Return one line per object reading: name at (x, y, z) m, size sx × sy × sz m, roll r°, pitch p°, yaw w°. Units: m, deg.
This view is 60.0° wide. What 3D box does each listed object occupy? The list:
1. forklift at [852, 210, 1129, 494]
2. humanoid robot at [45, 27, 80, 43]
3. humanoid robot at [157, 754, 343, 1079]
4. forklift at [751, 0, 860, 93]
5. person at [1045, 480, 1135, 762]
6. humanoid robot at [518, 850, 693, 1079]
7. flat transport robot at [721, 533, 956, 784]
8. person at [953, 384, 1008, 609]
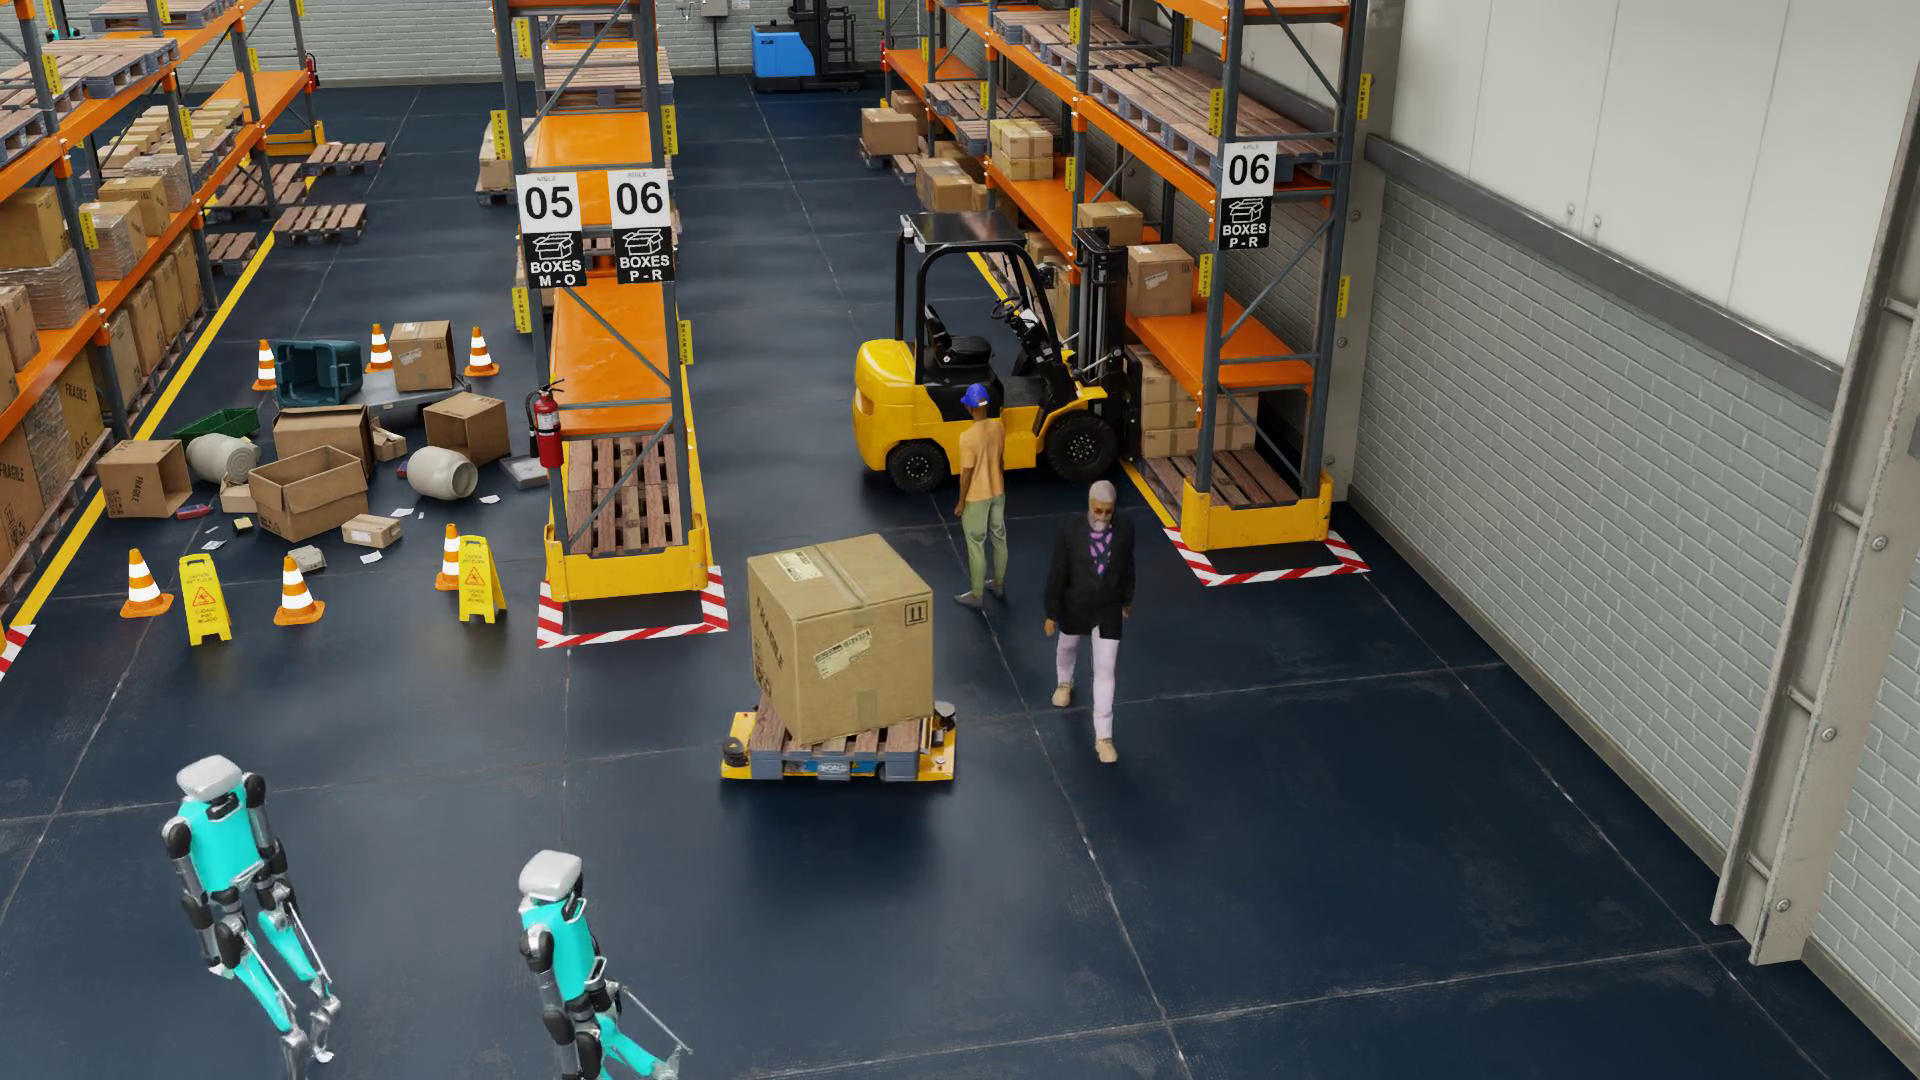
forklift at (0.216, -1.659, 14.366) m, size 2.313 × 2.155 × 1.214 m, roll -5°, pitch 26°, yaw -10°
humanoid robot at (-15.012, -7.889, 27.932) m, size 0.543 × 1.762 × 1.054 m, roll -23°, pitch 34°, yaw -39°
humanoid robot at (-3.105, 1.841, 7.627) m, size 0.793 × 1.799 × 0.531 m, roll 12°, pitch 28°, yaw 23°
forklift at (-2.872, -9.679, 30.288) m, size 1.873 × 2.768 × 1.129 m, roll -5°, pitch 26°, yaw -10°
person at (0.818, 0.405, 10.525) m, size 0.590 × 1.799 × 1.020 m, roll -2°, pitch 26°, yaw -5°
humanoid robot at (-1.411, 2.153, 7.066) m, size 0.750 × 1.882 × 0.530 m, roll 1°, pitch 26°, yaw 3°
flat transport robot at (-0.749, 1.262, 10.500) m, size 1.431 × 0.231 × 0.659 m, roll 1°, pitch 26°, yaw 1°
person at (0.130, -0.325, 12.139) m, size 0.454 × 1.711 × 0.378 m, roll -22°, pitch 33°, yaw -38°
